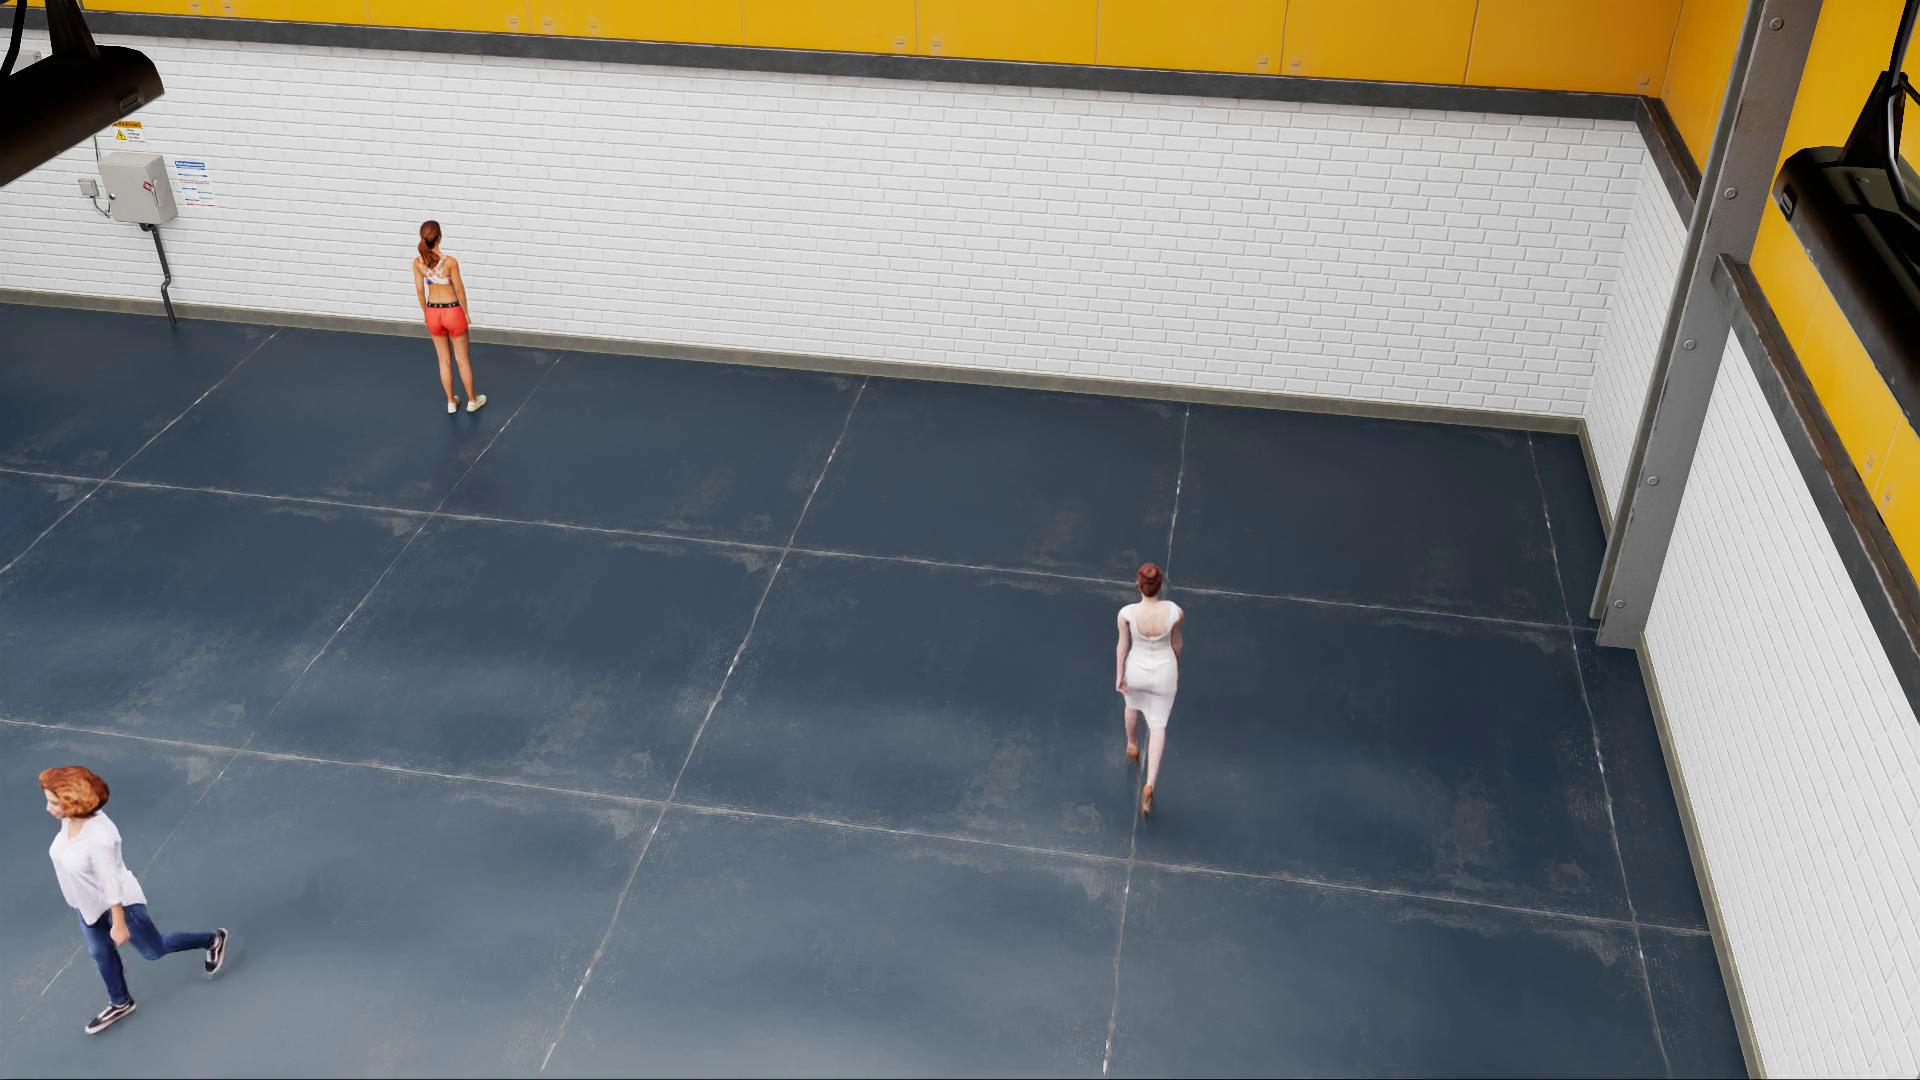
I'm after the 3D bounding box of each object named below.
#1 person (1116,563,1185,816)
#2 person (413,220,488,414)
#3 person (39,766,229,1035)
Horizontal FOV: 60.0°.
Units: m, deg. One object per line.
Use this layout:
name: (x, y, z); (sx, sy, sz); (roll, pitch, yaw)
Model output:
person: (1.188, 0.921, 10.340); (0.594, 1.765, 0.965); (4, 34, 6)
person: (-4.527, -1.957, 14.646); (0.586, 1.790, 0.567); (2, 34, 3)
person: (-4.488, 1.881, 8.970); (0.932, 1.683, 1.147); (23, 40, 30)
